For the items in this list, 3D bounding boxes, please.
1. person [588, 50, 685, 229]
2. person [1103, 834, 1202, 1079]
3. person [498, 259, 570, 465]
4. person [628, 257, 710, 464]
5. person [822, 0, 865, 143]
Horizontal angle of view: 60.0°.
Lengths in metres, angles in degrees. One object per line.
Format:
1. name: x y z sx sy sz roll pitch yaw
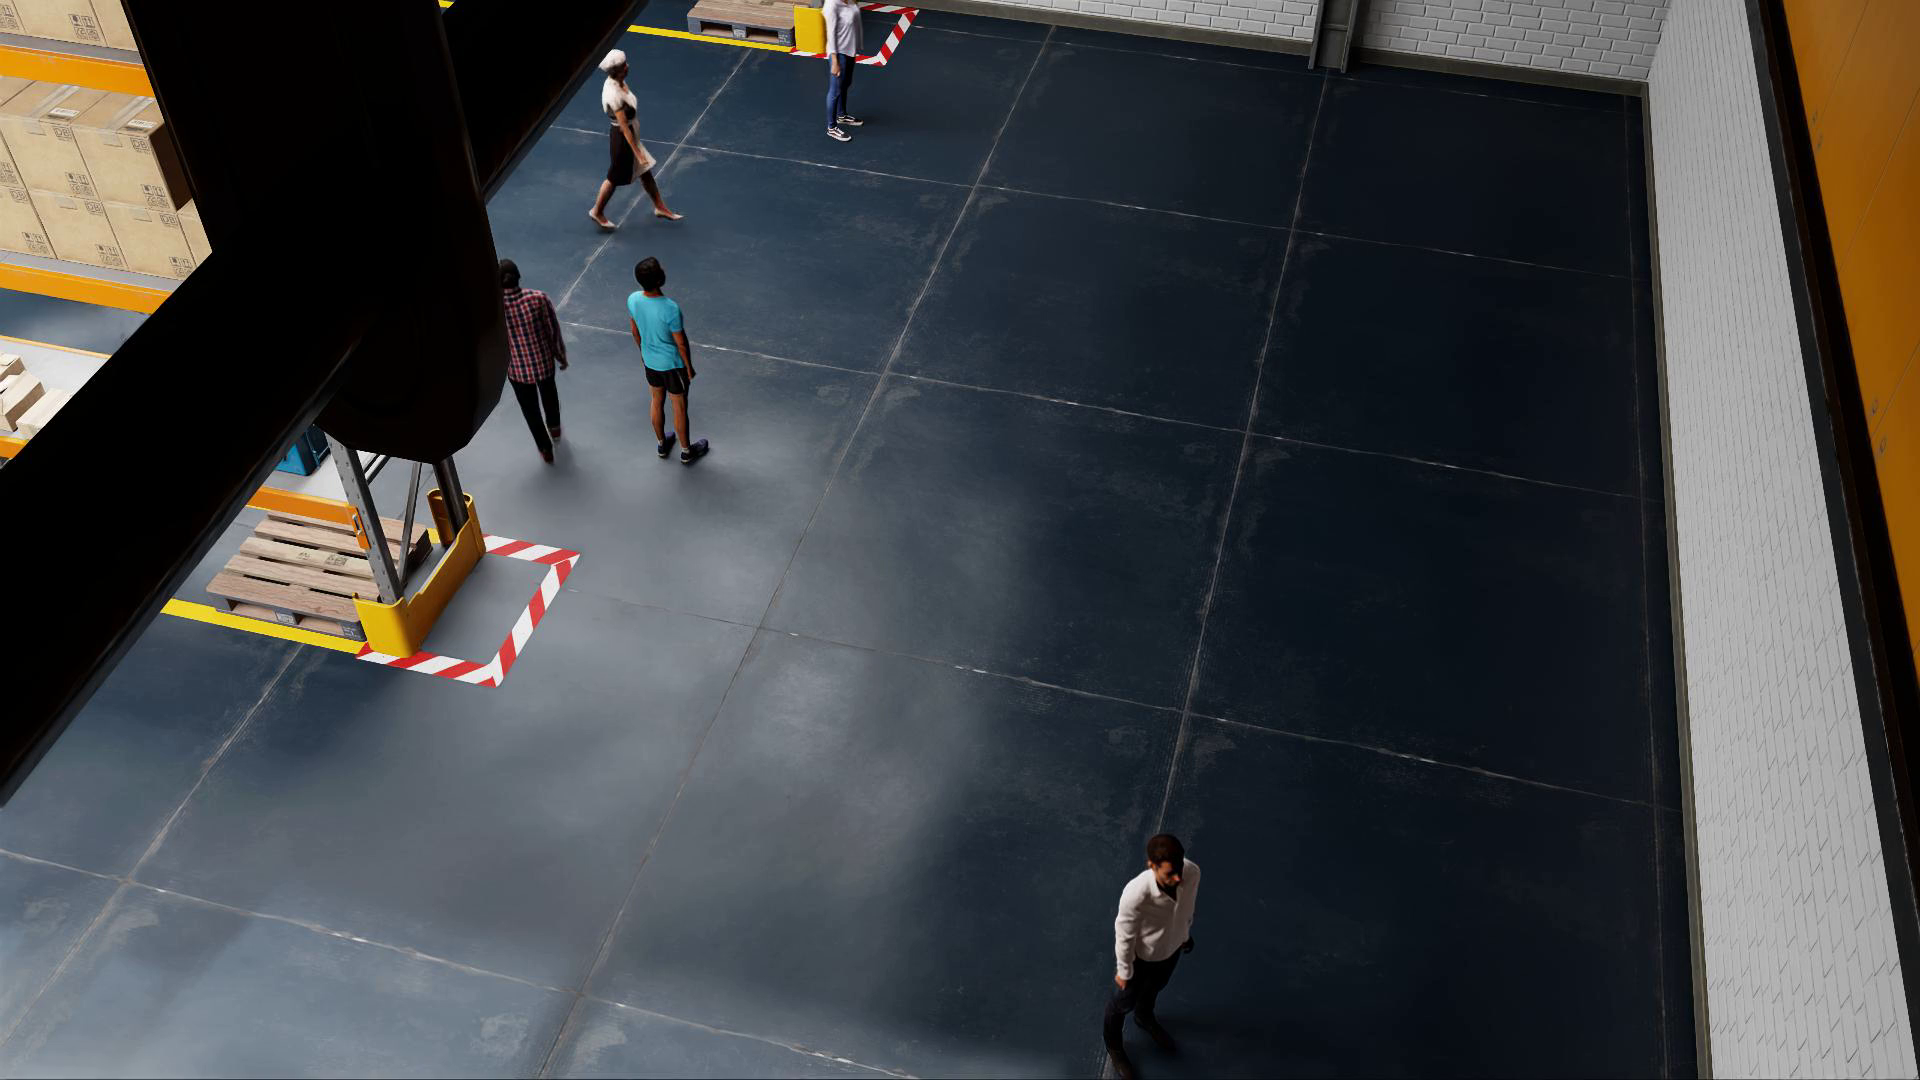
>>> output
1. person: -3.061 -3.463 14.669 1.137 1.712 0.813 -1 44 -1
2. person: 0.989 2.130 8.683 0.736 1.871 0.776 -26 49 -24
3. person: -3.187 -1.284 12.357 0.925 1.747 0.987 -16 46 -16
4. person: -2.206 -1.328 12.382 0.518 1.776 0.707 18 47 18
5. person: -1.154 -4.723 15.993 0.599 1.711 0.657 14 45 14
